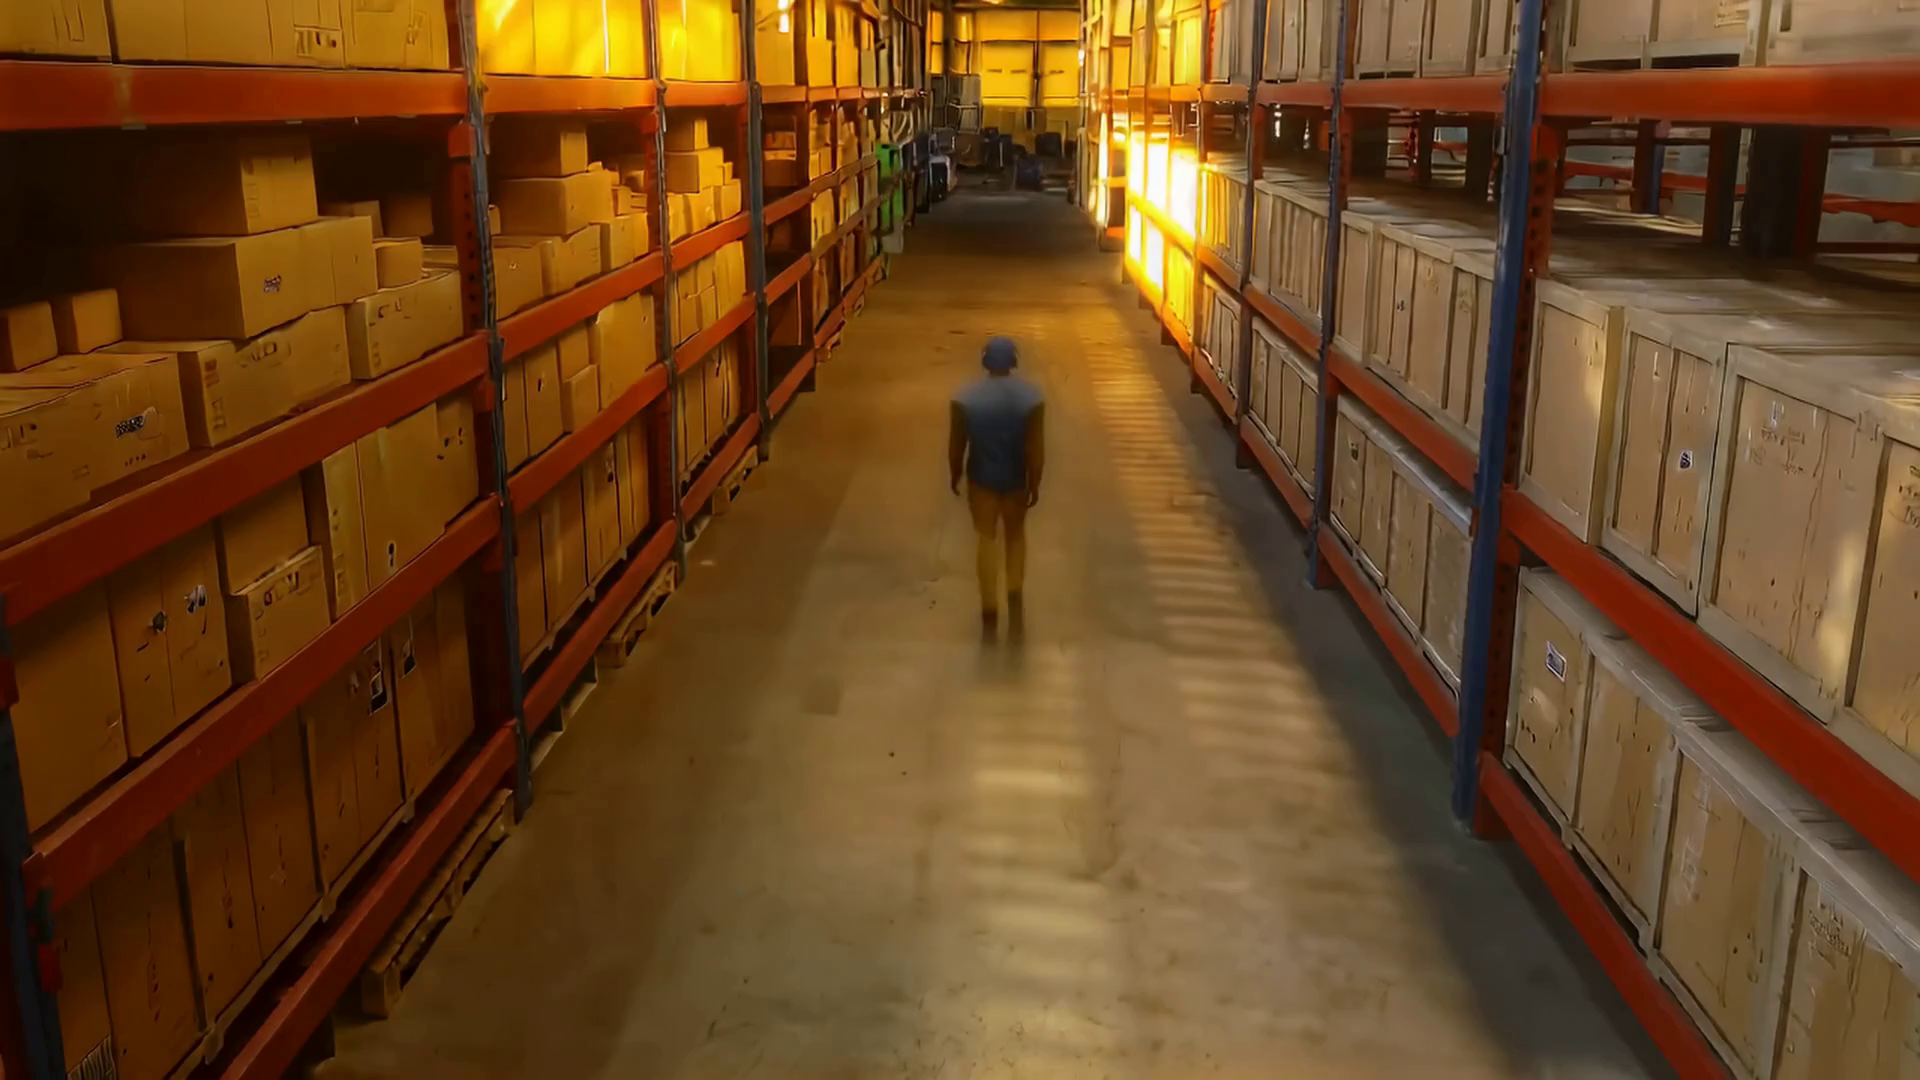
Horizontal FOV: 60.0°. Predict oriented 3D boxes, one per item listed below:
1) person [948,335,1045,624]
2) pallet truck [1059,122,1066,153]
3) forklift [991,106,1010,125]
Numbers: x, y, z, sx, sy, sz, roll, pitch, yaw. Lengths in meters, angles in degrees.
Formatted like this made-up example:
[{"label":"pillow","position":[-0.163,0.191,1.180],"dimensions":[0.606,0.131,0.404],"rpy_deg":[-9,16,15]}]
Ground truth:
[{"label":"person","position":[0.240,-0.436,11.273],"dimensions":[0.637,1.909,0.840],"rpy_deg":[0,15,-2]},{"label":"pallet truck","position":[5.788,-21.111,88.014],"dimensions":[1.885,1.965,0.823],"rpy_deg":[5,16,18]},{"label":"forklift","position":[2.031,-20.416,83.754],"dimensions":[1.129,2.768,1.873],"rpy_deg":[-5,16,-17]}]
